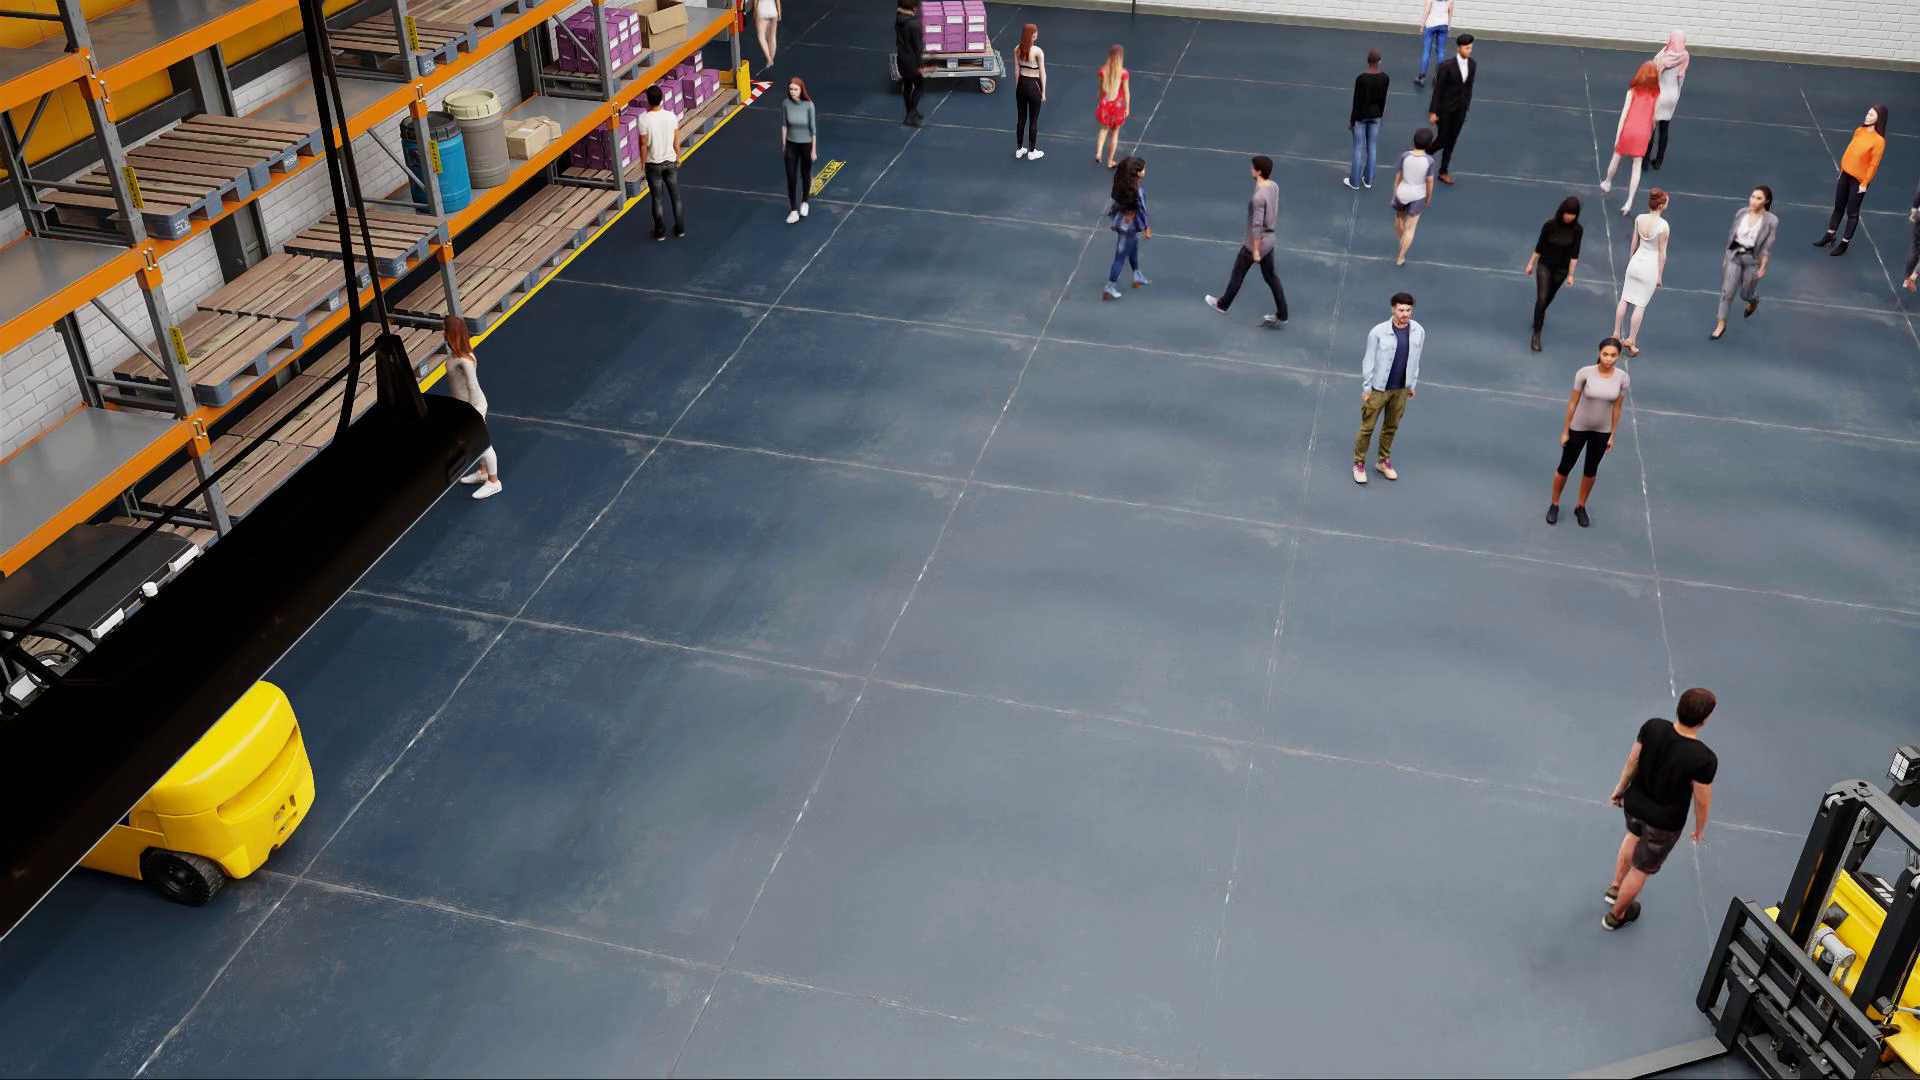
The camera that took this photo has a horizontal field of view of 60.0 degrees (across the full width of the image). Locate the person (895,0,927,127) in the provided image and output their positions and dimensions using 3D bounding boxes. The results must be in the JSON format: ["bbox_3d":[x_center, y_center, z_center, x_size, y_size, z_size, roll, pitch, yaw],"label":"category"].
[{"bbox_3d":[-0.665,-6.457,22.493,0.821,1.759,0.873,28,42,35],"label":"person"}]

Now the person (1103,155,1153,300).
[{"bbox_3d":[1.729,-3.349,17.964,0.982,1.596,0.944,-13,36,-19],"label":"person"}]

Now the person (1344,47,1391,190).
[{"bbox_3d":[5.064,-5.237,20.668,0.672,1.749,0.674,-6,34,-8],"label":"person"}]

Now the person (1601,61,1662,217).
[{"bbox_3d":[8.104,-4.770,19.933,0.754,1.783,1.132,2,34,4],"label":"person"}]

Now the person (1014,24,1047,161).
[{"bbox_3d":[0.886,-5.810,21.534,0.644,1.744,0.608,19,38,27],"label":"person"}]

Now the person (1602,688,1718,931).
[{"bbox_3d":[4.187,1.682,10.168,0.884,1.849,0.842,-22,40,-30],"label":"person"}]

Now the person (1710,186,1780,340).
[{"bbox_3d":[8.153,-2.877,17.199,1.033,1.658,0.902,-26,42,-34],"label":"person"}]

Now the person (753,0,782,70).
[{"bbox_3d":[-2.848,-7.745,24.550,0.810,1.626,0.942,-9,35,-13],"label":"person"}]

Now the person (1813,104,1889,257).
[{"bbox_3d":[10.234,-4.126,18.999,0.762,1.745,0.644,-7,34,-10],"label":"person"}]

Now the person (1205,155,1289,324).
[{"bbox_3d":[3.219,-3.081,17.378,1.036,1.800,1.210,23,40,30],"label":"person"}]

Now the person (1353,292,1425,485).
[{"bbox_3d":[3.803,-1.368,14.790,0.753,1.812,0.722,-5,34,-8],"label":"person"}]

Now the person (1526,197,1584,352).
[{"bbox_3d":[6.124,-2.827,17.178,0.657,1.598,1.077,7,34,11],"label":"person"}]

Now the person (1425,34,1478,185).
[{"bbox_3d":[6.114,-5.437,20.857,0.948,1.872,1.020,-11,35,-16],"label":"person"}]

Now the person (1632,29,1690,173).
[{"bbox_3d":[8.940,-5.592,21.153,0.712,1.803,0.719,-5,34,-8],"label":"person"}]

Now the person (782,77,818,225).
[{"bbox_3d":[-1.890,-4.701,19.883,0.650,1.724,0.863,6,34,9],"label":"person"}]

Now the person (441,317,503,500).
[{"bbox_3d":[-4.287,-1.188,14.608,0.755,1.713,0.683,-15,37,-21],"label":"person"}]

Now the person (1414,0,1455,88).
[{"bbox_3d":[6.855,-7.376,23.943,0.664,1.685,0.637,-3,34,-4],"label":"person"}]

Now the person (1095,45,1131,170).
[{"bbox_3d":[1.901,-5.489,21.195,0.659,1.585,0.730,16,37,22],"label":"person"}]

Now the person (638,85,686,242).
[{"bbox_3d":[-3.476,-4.392,19.348,0.692,1.801,0.745,-17,37,-24],"label":"person"}]

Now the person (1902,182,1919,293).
[{"bbox_3d":[10.555,-3.503,18.050,0.828,1.758,0.955,27,42,34],"label":"person"}]

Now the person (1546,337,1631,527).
[{"bbox_3d":[5.370,-0.938,14.200,0.618,1.748,0.559,6,34,8],"label":"person"}]

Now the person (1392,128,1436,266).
[{"bbox_3d":[5.081,-3.850,18.781,0.713,1.528,1.023,16,37,22],"label":"person"}]

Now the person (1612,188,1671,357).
[{"bbox_3d":[6.896,-2.713,16.830,0.680,1.793,0.619,-17,37,-24],"label":"person"}]
